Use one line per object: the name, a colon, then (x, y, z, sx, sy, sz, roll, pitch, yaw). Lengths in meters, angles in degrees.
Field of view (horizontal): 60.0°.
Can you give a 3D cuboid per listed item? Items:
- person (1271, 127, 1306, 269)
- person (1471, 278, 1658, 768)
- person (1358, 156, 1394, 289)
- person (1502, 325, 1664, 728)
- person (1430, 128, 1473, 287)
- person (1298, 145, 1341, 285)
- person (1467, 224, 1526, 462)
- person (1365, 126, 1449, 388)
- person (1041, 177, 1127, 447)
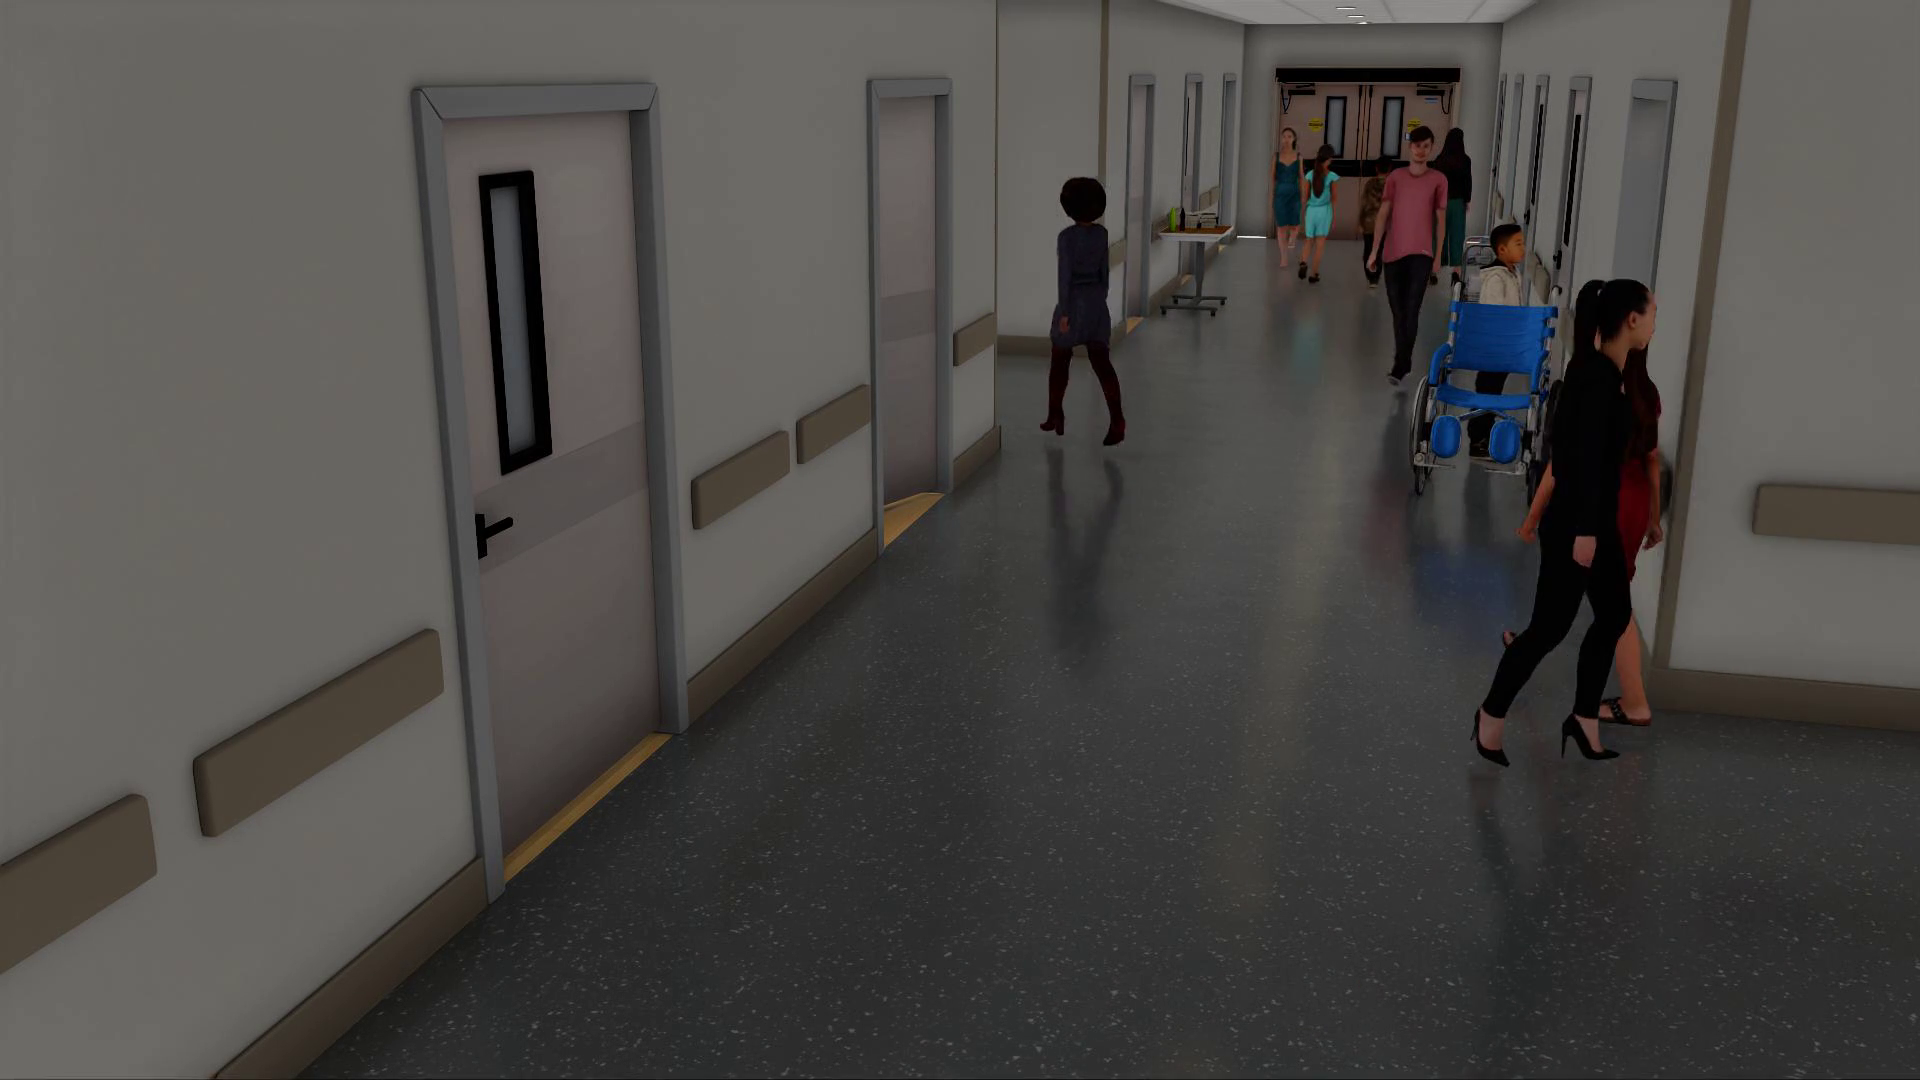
person: (4.026, -4.192, 20.420, 0.567, 1.670, 0.871, 3, 16, 11)
person: (2.049, -0.023, 5.618, 0.811, 1.678, 0.725, 11, 19, 34)
person: (4.604, -3.493, 18.389, 0.665, 1.427, 0.923, 5, 17, 19)
person: (2.419, -0.063, 6.074, 1.041, 1.509, 1.132, -8, 18, -27)
person: (5.498, -3.734, 18.669, 0.681, 1.739, 0.616, 9, 18, 29)
person: (4.024, -3.643, 18.709, 0.645, 1.542, 0.742, 8, 18, 27)
person: (3.316, -1.226, 10.298, 0.699, 1.455, 0.555, 10, 19, 32)
person: (3.447, -2.140, 12.691, 0.842, 1.915, 1.198, 9, 18, 29)
person: (0.830, -1.390, 10.487, 1.062, 1.668, 1.134, -8, 18, -27)
